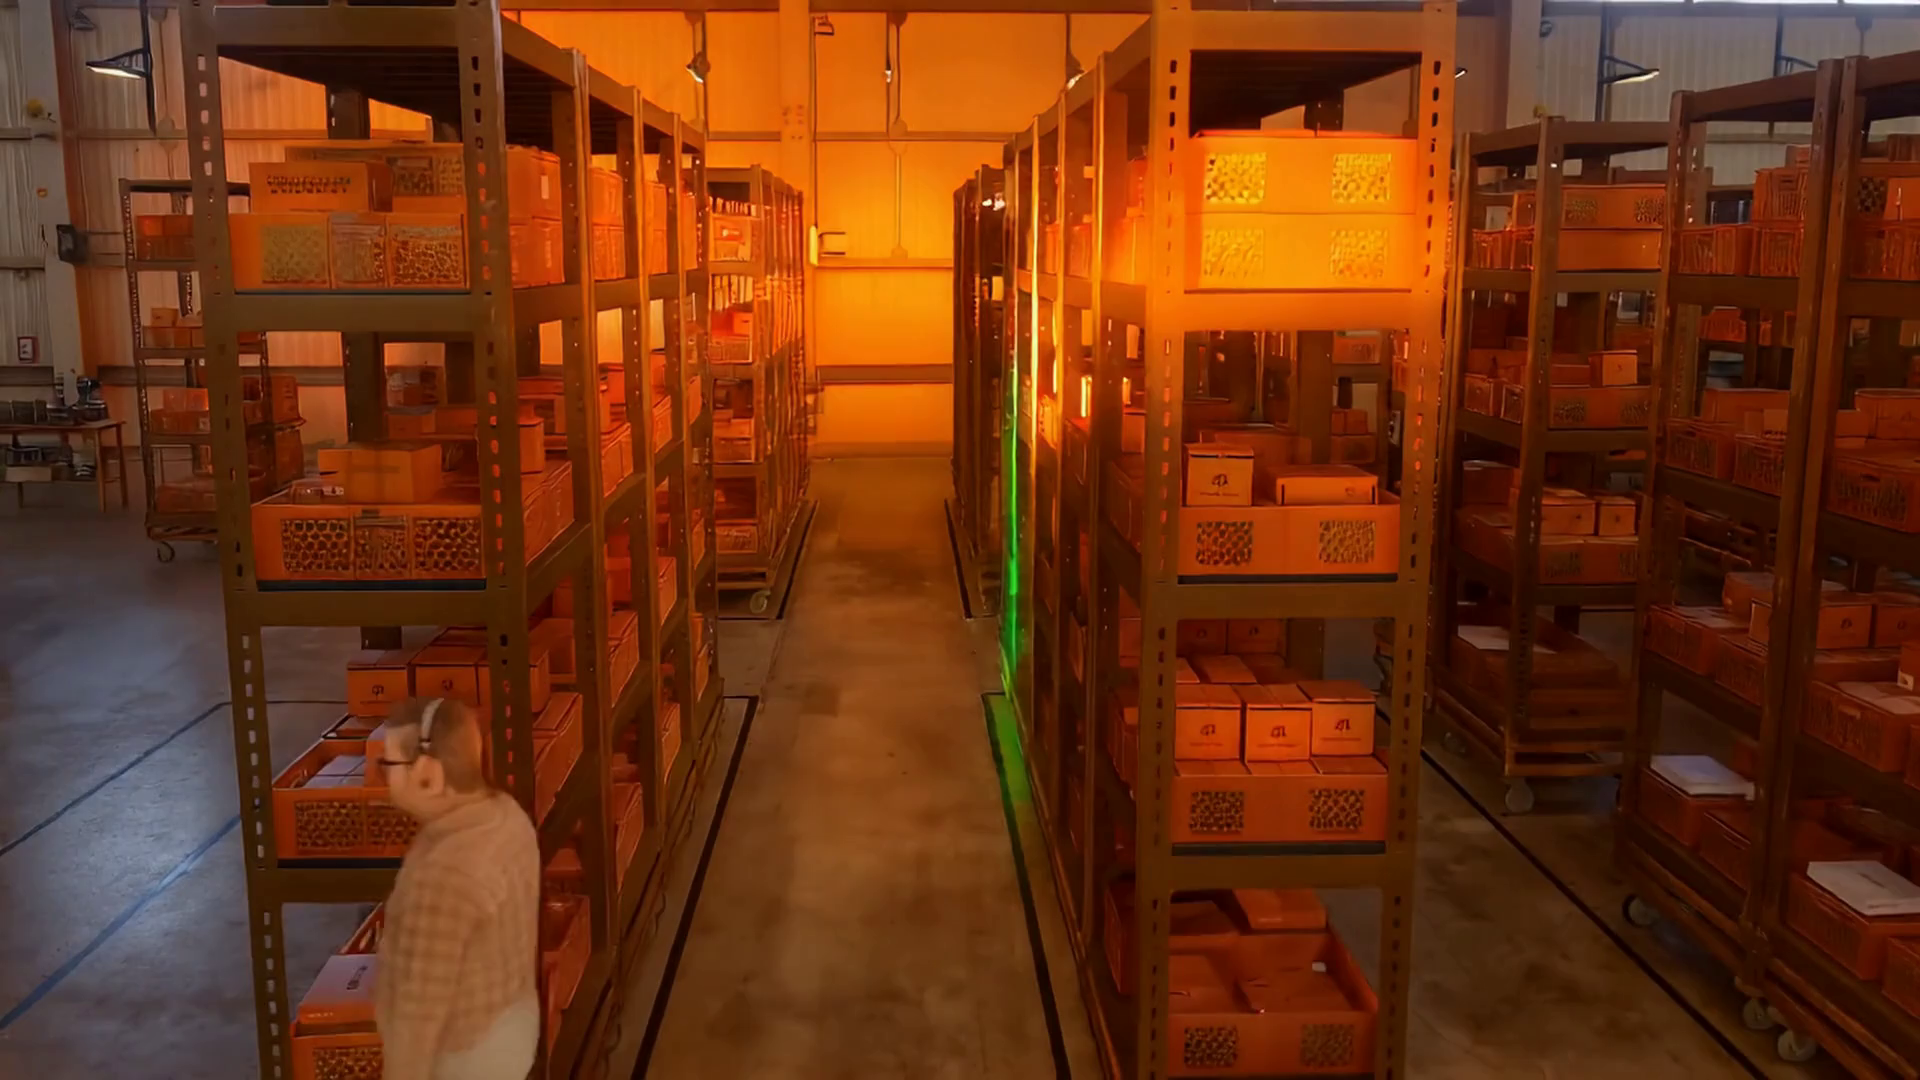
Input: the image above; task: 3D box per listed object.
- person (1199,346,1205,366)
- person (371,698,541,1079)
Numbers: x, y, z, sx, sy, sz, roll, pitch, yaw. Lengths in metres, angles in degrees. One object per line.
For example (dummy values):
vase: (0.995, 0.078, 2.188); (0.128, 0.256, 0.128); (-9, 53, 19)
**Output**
person: (2.817, -1.468, 20.238); (0.928, 1.781, 0.608); (-2, 10, -12)
person: (-1.357, 1.316, 4.125); (0.792, 1.880, 0.671); (-1, 10, -4)
